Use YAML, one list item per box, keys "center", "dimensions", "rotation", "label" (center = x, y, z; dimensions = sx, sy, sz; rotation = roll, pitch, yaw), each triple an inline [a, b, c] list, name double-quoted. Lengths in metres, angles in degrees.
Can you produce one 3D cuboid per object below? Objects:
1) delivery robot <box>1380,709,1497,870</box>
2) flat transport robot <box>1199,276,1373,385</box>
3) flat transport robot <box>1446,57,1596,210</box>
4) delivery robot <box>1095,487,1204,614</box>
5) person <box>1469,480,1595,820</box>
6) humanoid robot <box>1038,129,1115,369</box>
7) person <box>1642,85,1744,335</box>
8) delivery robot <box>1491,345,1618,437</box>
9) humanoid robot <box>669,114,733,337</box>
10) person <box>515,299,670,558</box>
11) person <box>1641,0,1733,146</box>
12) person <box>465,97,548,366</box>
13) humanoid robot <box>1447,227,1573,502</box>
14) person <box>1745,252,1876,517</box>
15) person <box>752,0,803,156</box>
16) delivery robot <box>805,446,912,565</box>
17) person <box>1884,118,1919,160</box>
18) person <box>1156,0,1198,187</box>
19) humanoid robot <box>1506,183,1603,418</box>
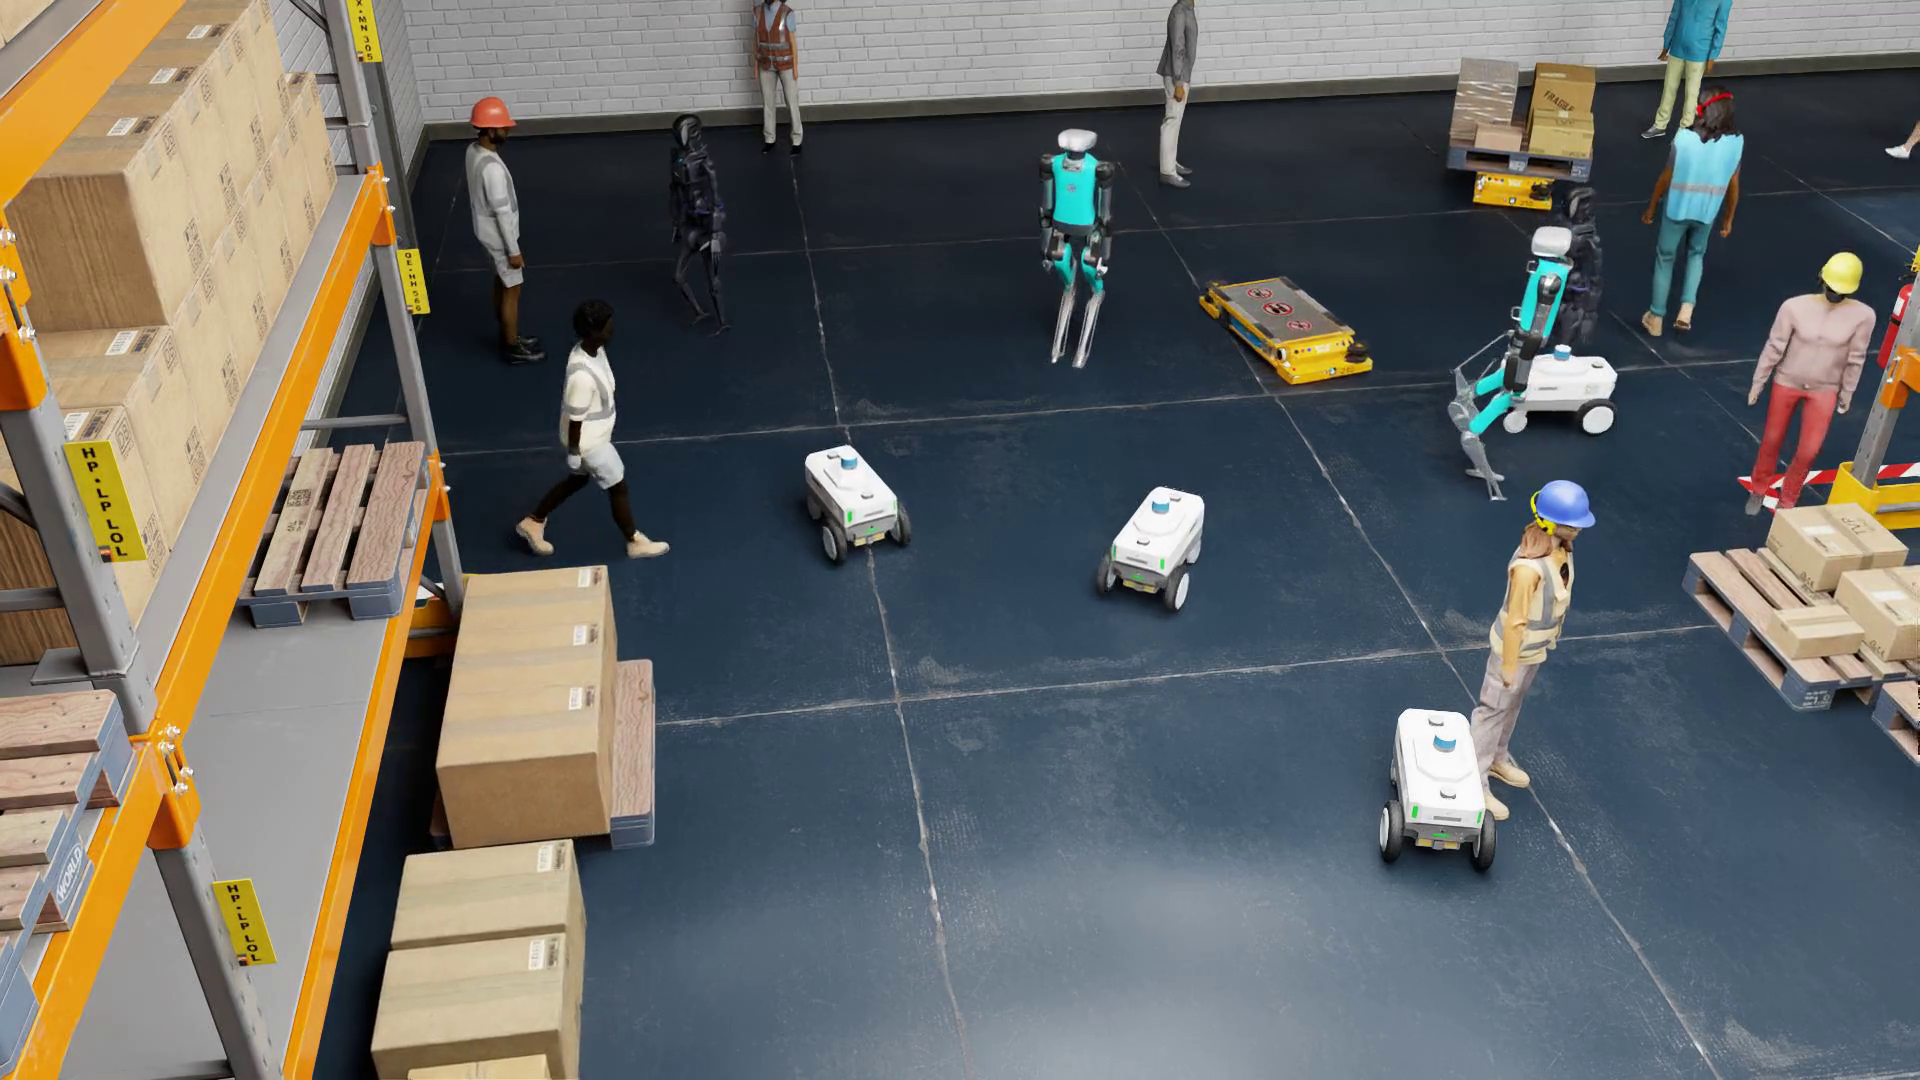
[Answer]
- center: [2.244, 1.156, 7.824]
  dimensions: [0.499, 0.599, 0.784]
  rotation: [4, 33, 6]
  label: "delivery robot"
- center: [2.382, -1.576, 12.268]
  dimensions: [0.659, 0.231, 1.431]
  rotation: [-11, 35, -17]
  label: "flat transport robot"
- center: [4.986, -3.333, 14.959]
  dimensions: [0.659, 0.231, 1.431]
  rotation: [9, 34, 14]
  label: "flat transport robot"
- center: [1.134, 0.018, 9.559]
  dimensions: [0.499, 0.590, 0.793]
  rotation: [15, 36, 22]
  label: "delivery robot"
- center: [2.635, 0.489, 7.721]
  dimensions: [0.323, 1.778, 0.468]
  rotation: [24, 40, 32]
  label: "person"
- center: [0.859, -2.063, 11.662]
  dimensions: [0.534, 1.786, 0.654]
  rotation: [12, 35, 18]
  label: "humanoid robot"
- center: [5.273, -2.348, 11.997]
  dimensions: [0.571, 1.851, 0.427]
  rotation: [5, 33, 7]
  label: "person"
- center: [3.999, -1.022, 11.153]
  dimensions: [0.793, 0.590, 0.499]
  rotation: [-2, 33, -2]
  label: "delivery robot"
- center: [-1.882, -2.251, 12.013]
  dimensions: [0.590, 1.652, 0.360]
  rotation: [28, 42, 36]
  label: "humanoid robot"
- center: [-2.201, -0.607, 9.525]
  dimensions: [0.828, 1.657, 0.538]
  rotation: [-5, 33, -8]
  label: "person"
- center: [6.782, -4.560, 15.480]
  dimensions: [0.335, 1.749, 0.573]
  rotation: [-22, 39, -30]
  label: "person"
- center: [-3.185, -2.143, 11.623]
  dimensions: [0.390, 1.927, 0.548]
  rotation: [-17, 37, -24]
  label: "person"
- center: [3.255, -1.066, 10.167]
  dimensions: [0.666, 1.826, 0.552]
  rotation: [10, 35, 16]
  label: "humanoid robot"
- center: [4.965, -0.860, 9.813]
  dimensions: [0.558, 1.747, 0.508]
  rotation: [16, 36, 22]
  label: "person"
- center: [-1.681, -4.357, 15.237]
  dimensions: [0.432, 1.681, 0.317]
  rotation: [9, 34, 13]
  label: "person"
- center: [-0.655, -0.255, 9.974]
  dimensions: [0.499, 0.585, 0.775]
  rotation: [-15, 36, -22]
  label: "delivery robot"
- center: [8.990, -4.187, 14.996]
  dimensions: [0.904, 1.648, 0.511]
  rotation: [-9, 34, -13]
  label: "person"
- center: [1.917, -4.078, 14.611]
  dimensions: [0.394, 1.900, 0.534]
  rotation: [7, 34, 10]
  label: "person"
- center: [4.025, -1.584, 11.025]
  dimensions: [0.664, 1.627, 0.610]
  rotation: [-10, 34, -15]
  label: "humanoid robot"
